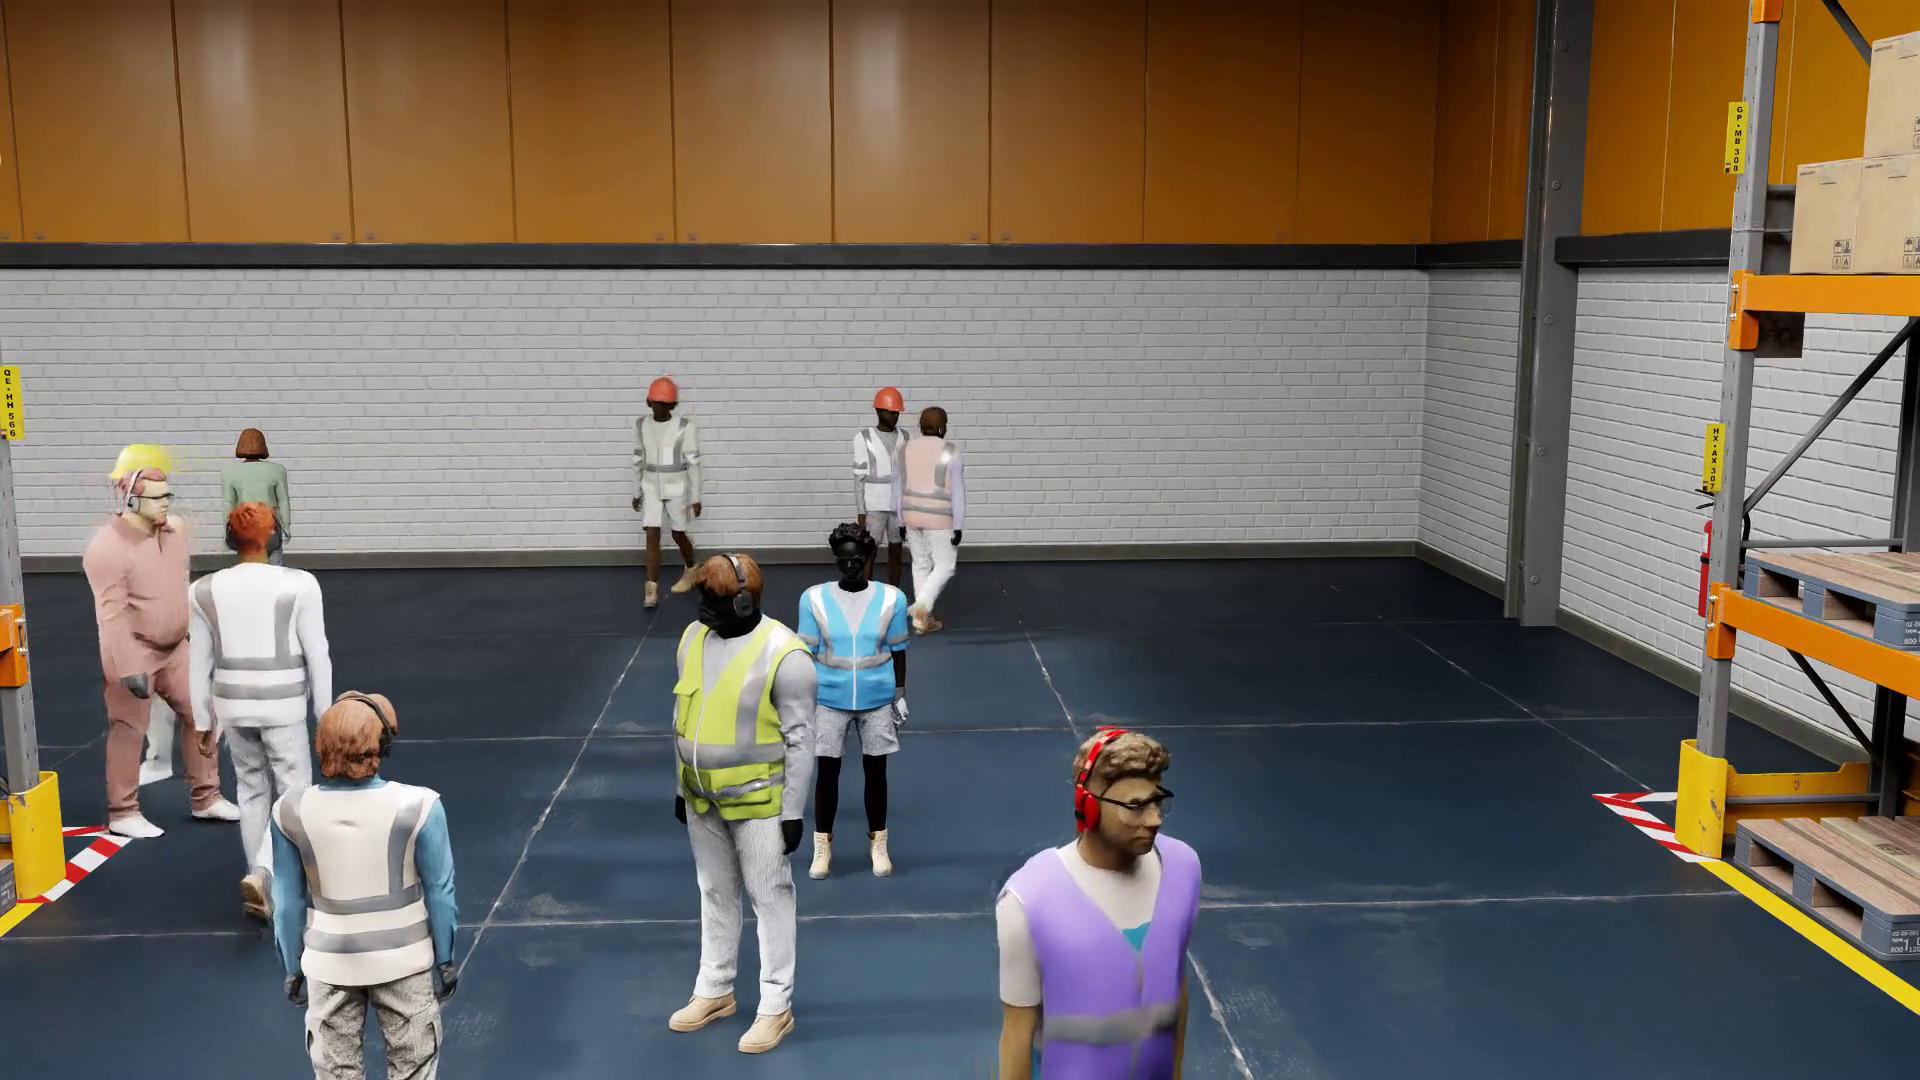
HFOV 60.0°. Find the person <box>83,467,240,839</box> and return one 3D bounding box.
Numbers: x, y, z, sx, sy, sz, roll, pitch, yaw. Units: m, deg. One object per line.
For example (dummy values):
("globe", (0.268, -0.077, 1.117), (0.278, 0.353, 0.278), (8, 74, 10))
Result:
("person", (-3.971, 0.577, 8.322), (0.759, 1.884, 0.667), (2, 9, 12))

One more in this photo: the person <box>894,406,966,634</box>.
("person", (-0.264, -0.131, 12.984), (0.643, 1.824, 0.608), (5, 10, 30))

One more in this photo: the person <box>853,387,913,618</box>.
("person", (-0.604, -0.290, 13.645), (0.544, 1.930, 0.390), (-4, 10, -26))

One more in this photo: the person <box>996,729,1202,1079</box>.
("person", (0.300, 1.311, 3.891), (0.563, 1.830, 0.494), (-6, 11, -33))

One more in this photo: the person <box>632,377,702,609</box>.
("person", (-2.546, -0.439, 14.455), (0.676, 1.983, 1.032), (2, 9, 10))

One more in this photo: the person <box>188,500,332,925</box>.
("person", (-3.038, 0.767, 7.177), (0.608, 1.870, 0.662), (0, 9, -2))

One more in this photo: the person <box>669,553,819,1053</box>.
("person", (-0.821, 0.952, 6.120), (0.620, 1.840, 0.430), (6, 11, 34))

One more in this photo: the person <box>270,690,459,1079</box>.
("person", (-1.722, 1.252, 4.849), (0.515, 1.642, 0.314), (-1, 9, -4))

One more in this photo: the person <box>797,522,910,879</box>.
("person", (-0.500, 0.751, 7.815), (0.538, 1.695, 0.319), (-1, 9, -6))

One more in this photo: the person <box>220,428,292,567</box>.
("person", (-5.561, -0.070, 13.172), (0.507, 1.633, 0.278), (-5, 10, -27))

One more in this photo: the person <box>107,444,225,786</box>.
("person", (-4.452, 0.404, 9.312), (0.618, 1.914, 0.600), (-9, 13, -44))
